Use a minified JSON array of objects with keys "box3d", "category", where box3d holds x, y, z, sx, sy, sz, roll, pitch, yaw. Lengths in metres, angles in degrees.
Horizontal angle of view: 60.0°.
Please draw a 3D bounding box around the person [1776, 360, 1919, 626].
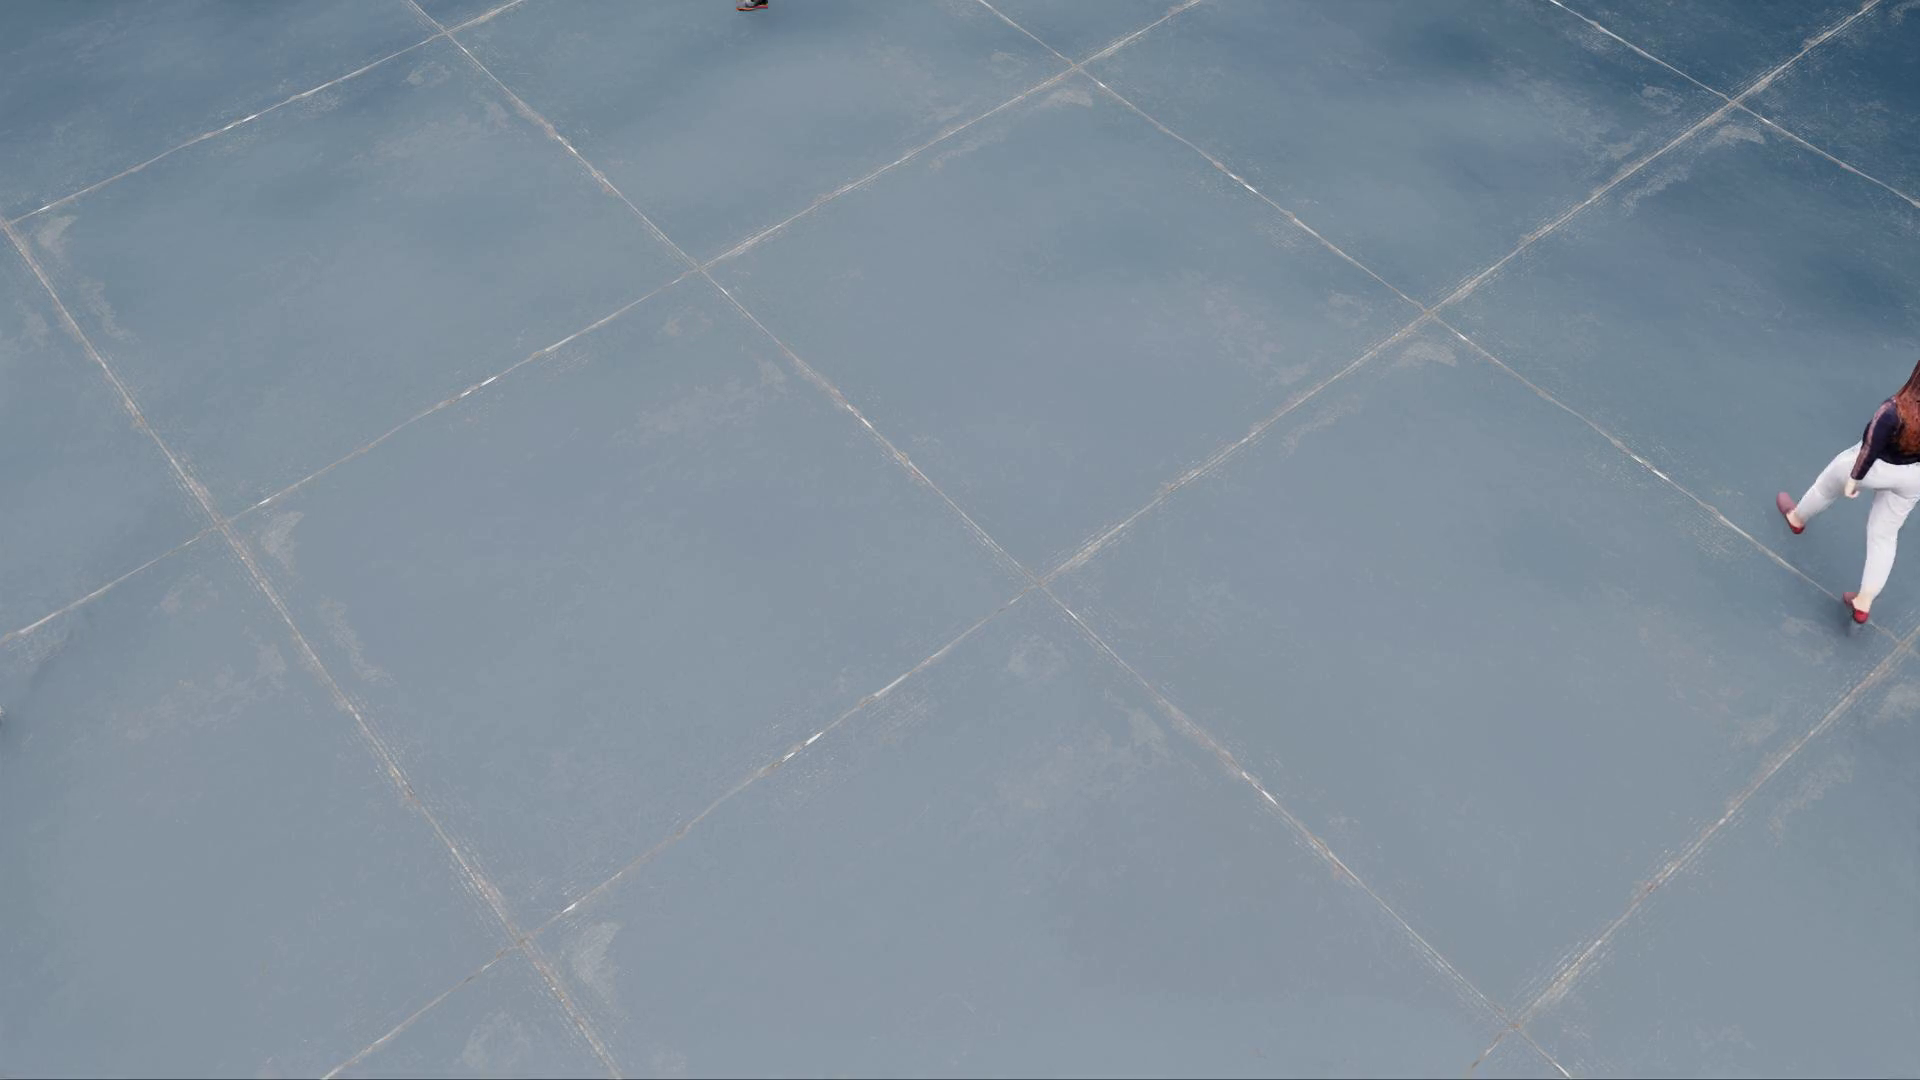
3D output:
[{"box3d":[4.347,-0.272,7.760,1.086,1.569,1.108,1,52,1],"category":"person"}]
